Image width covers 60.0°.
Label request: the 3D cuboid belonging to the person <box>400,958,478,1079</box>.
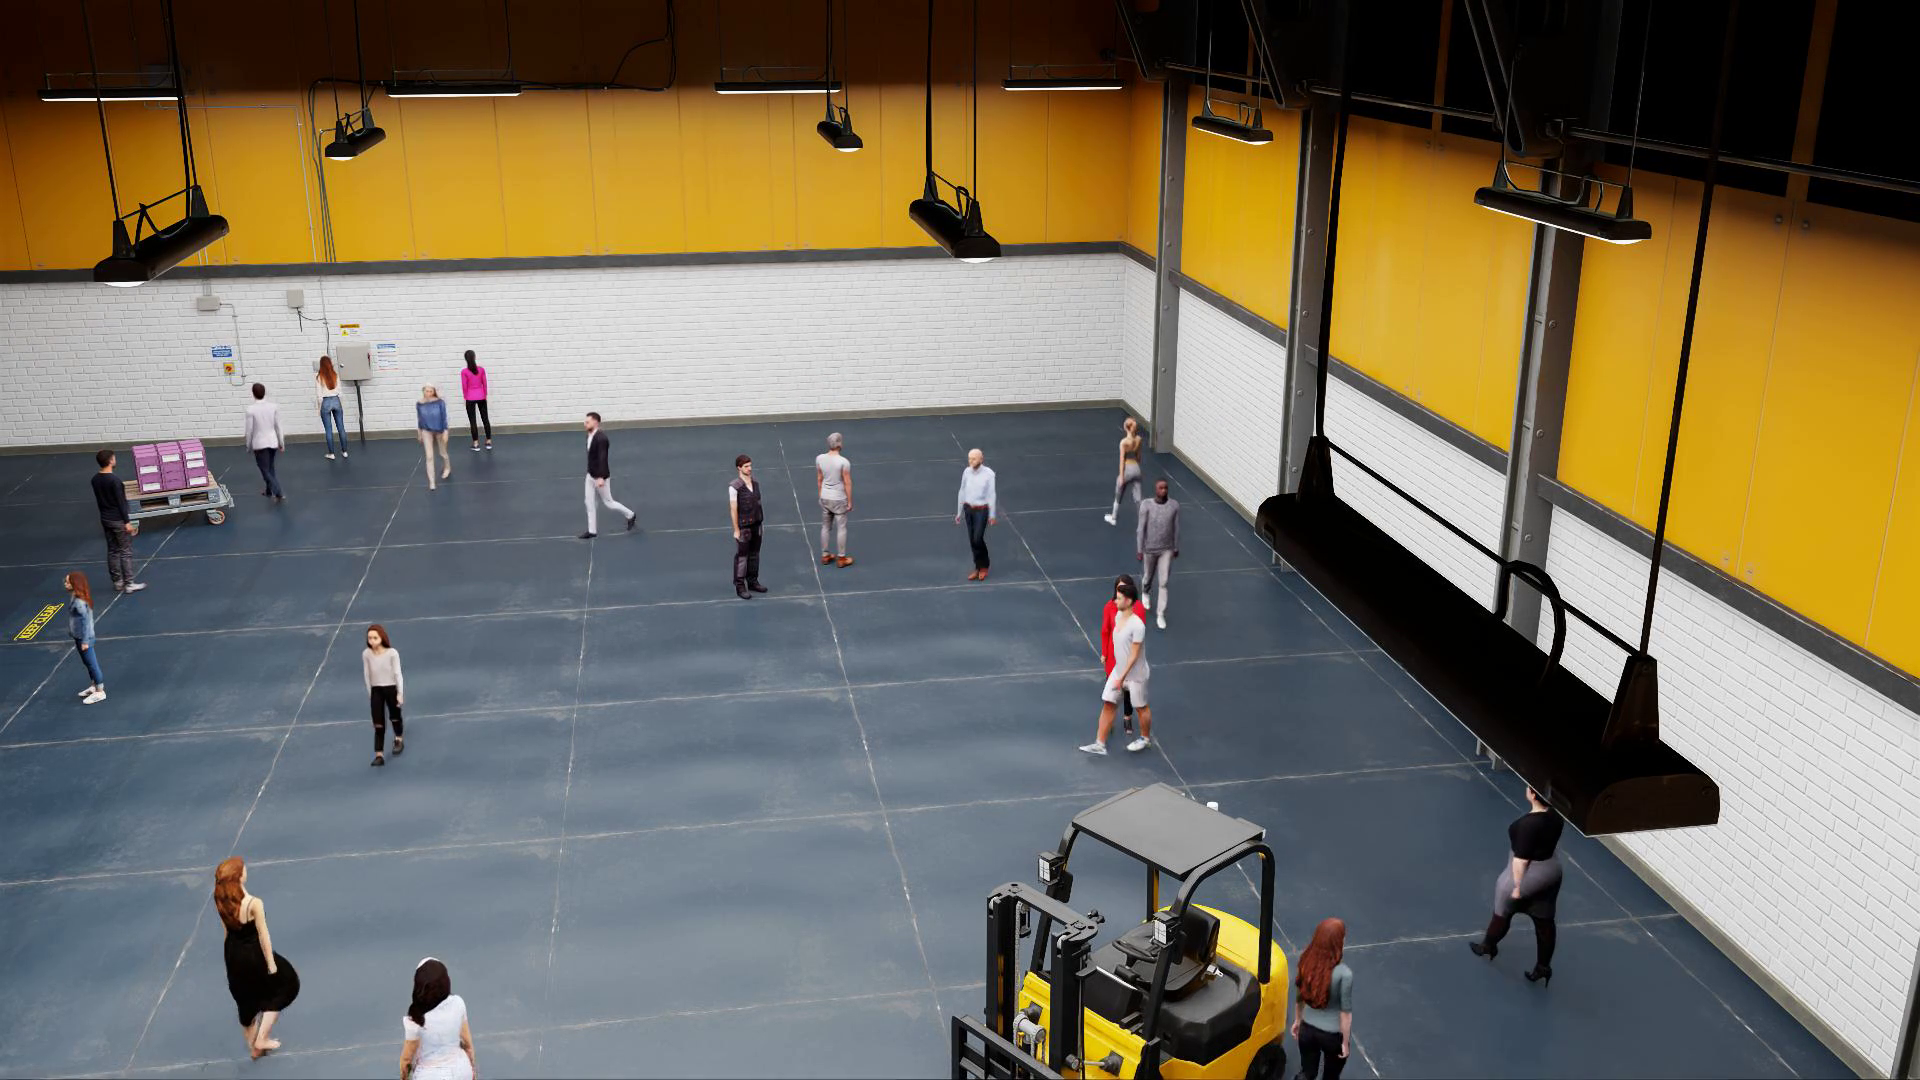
[{"bbox_3d":[-3.169,3.493,10.398,1.022,1.791,0.934,16,24,39],"label":"person"}]

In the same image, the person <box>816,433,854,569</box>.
[{"bbox_3d":[-1.695,-0.541,22.325,0.758,1.824,0.788,10,21,27],"label":"person"}]

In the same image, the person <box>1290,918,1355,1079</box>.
[{"bbox_3d":[2.358,3.315,11.027,0.973,1.727,1.002,-17,25,-41],"label":"person"}]

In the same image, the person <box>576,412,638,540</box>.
[{"bbox_3d":[-4.993,-0.900,23.406,1.035,1.815,1.170,-12,22,-33],"label":"person"}]

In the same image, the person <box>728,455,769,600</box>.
[{"bbox_3d":[-2.731,-0.193,21.254,0.794,1.849,0.737,13,22,33],"label":"person"}]

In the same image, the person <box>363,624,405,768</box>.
[{"bbox_3d":[-5.765,1.527,16.781,0.581,1.443,0.967,-2,19,-6],"label":"person"}]

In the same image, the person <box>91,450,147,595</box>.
[{"bbox_3d":[-10.863,-0.241,21.366,0.720,1.867,0.749,9,20,24],"label":"person"}]

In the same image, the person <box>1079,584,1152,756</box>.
[{"bbox_3d":[1.800,1.326,16.807,0.969,1.808,1.109,-10,21,-28],"label":"person"}]

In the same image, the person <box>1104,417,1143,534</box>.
[{"bbox_3d":[2.469,-0.868,23.559,0.908,1.655,1.226,-12,22,-31],"label":"person"}]

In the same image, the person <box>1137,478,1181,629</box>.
[{"bbox_3d":[2.414,0.098,20.449,0.806,1.810,1.212,0,19,-1],"label":"person"}]

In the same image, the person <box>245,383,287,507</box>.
[{"bbox_3d":[-10.361,-1.401,24.887,1.218,1.818,1.138,13,23,34],"label":"person"}]

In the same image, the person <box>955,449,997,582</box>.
[{"bbox_3d":[0.264,-0.355,21.848,0.750,1.775,0.808,12,22,32],"label":"person"}]

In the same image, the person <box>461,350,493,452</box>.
[{"bbox_3d":[-8.120,-2.356,27.911,0.660,1.698,0.671,-12,22,-31],"label":"person"}]

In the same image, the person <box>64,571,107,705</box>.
[{"bbox_3d":[-9.560,1.045,18.160,0.702,1.477,0.578,-13,22,-33],"label":"person"}]

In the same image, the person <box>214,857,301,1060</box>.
[{"bbox_3d":[-5.175,3.055,11.971,0.709,1.618,0.746,6,20,18],"label":"person"}]

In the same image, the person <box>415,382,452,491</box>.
[{"bbox_3d":[-8.179,-1.659,25.904,0.627,1.659,1.115,-2,19,-6],"label":"person"}]

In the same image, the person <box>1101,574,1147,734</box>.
[{"bbox_3d":[1.695,1.188,17.310,0.674,1.748,0.672,1,19,2],"label":"person"}]

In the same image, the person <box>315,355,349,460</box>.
[{"bbox_3d":[-10.362,-2.200,27.401,0.653,1.728,0.659,-14,23,-36],"label":"person"}]

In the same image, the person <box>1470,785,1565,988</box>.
[{"bbox_3d":[4.516,2.683,12.890,0.866,1.736,1.027,-11,21,-29],"label":"person"}]
